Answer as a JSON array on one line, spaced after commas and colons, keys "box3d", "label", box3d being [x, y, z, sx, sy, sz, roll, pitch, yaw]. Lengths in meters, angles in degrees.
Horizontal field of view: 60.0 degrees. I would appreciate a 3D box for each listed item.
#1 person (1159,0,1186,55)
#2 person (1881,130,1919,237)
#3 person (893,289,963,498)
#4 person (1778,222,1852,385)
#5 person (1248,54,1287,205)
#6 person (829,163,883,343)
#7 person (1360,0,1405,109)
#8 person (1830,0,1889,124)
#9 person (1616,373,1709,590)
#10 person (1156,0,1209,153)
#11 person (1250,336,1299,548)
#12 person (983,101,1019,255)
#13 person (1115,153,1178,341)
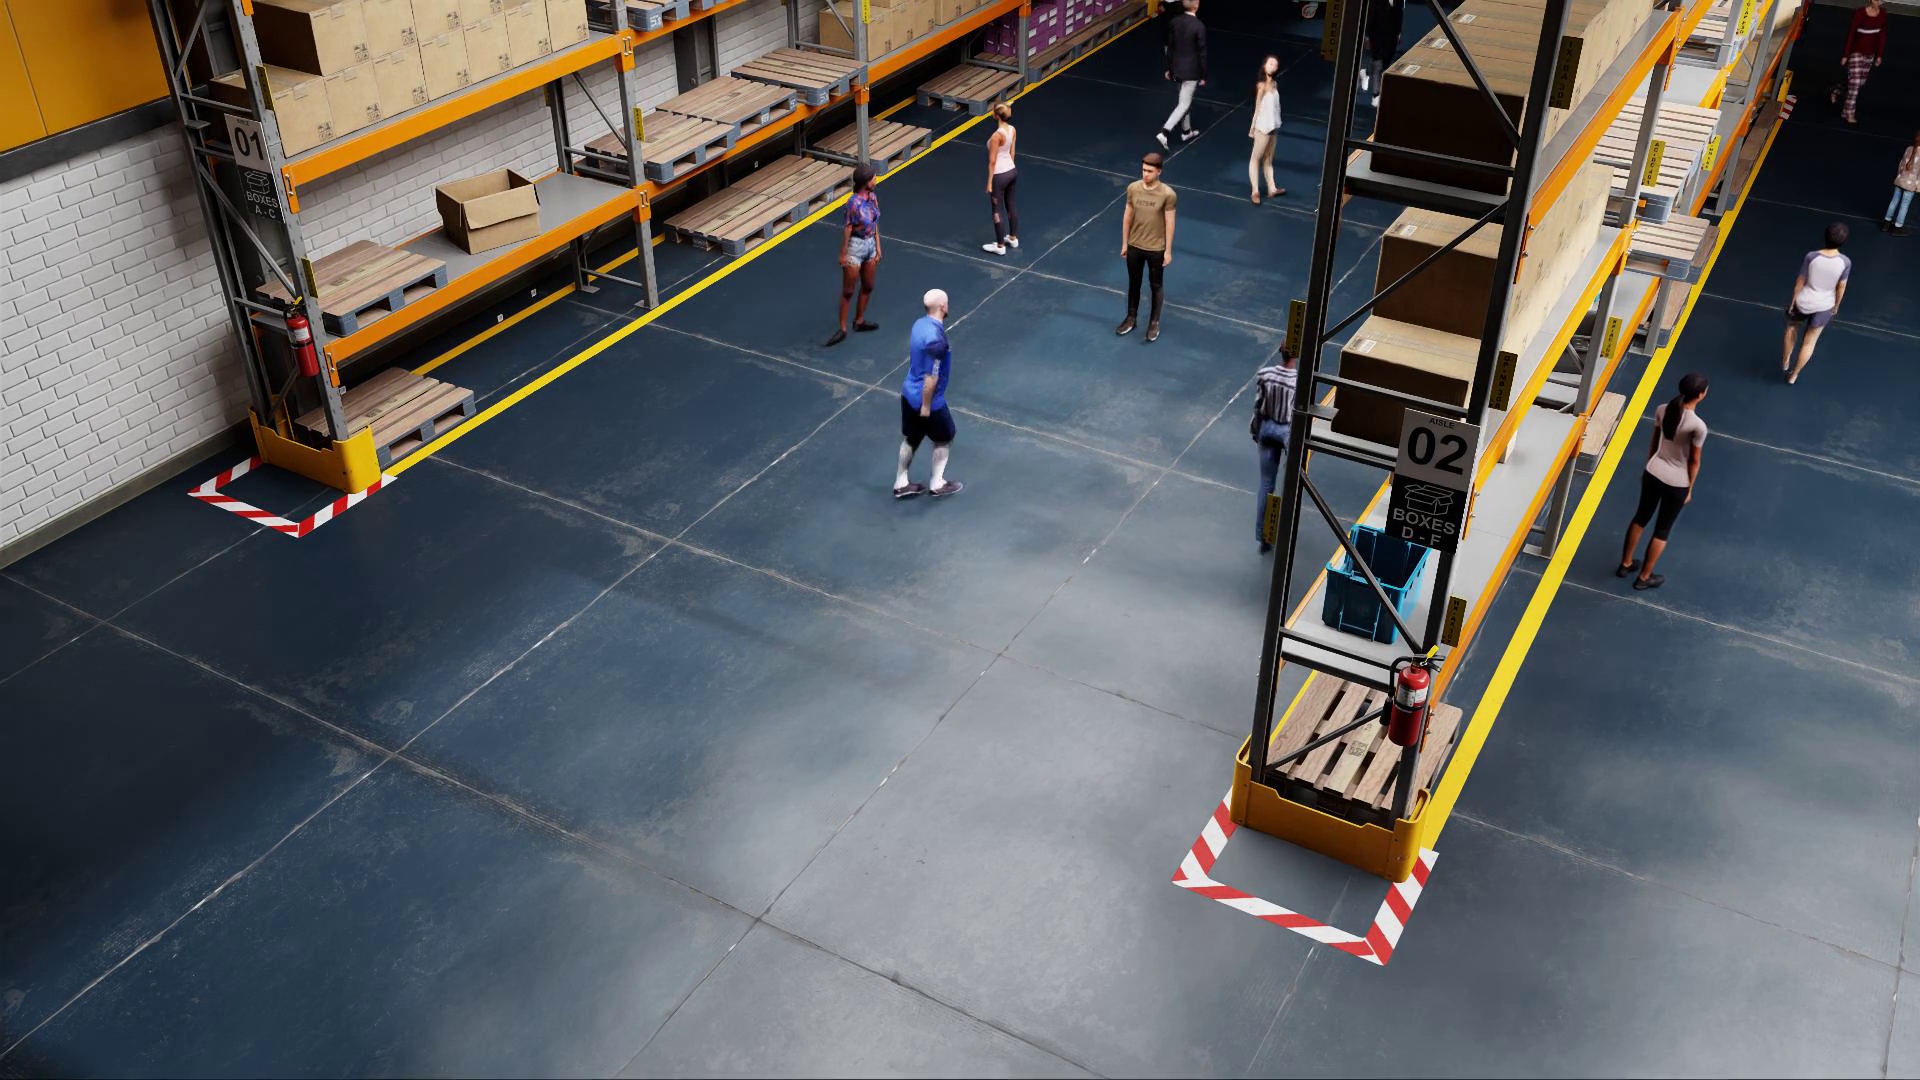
[{"box3d": [2.968, -7.521, 22.967, 0.846, 1.894, 1.092, 11, 35, 16], "label": "person"}, {"box3d": [10.371, -3.924, 18.187, 0.608, 1.194, 0.554, -10, 35, -15], "label": "person"}, {"box3d": [-0.338, -1.116, 13.423, 0.953, 1.792, 0.885, -9, 35, -13], "label": "person"}, {"box3d": [7.788, -2.132, 15.174, 0.568, 1.545, 0.608, 17, 37, 24], "label": "person"}, {"box3d": [3.476, -4.660, 18.894, 0.779, 1.637, 0.564, -4, 34, -6], "label": "person"}, {"box3d": [-1.025, -2.736, 15.918, 0.527, 1.726, 0.878, -28, 42, -35], "label": "person"}, {"box3d": [5.477, -6.559, 21.658, 1.060, 1.740, 1.100, -9, 35, -14], "label": "person"}, {"box3d": [11.442, -6.215, 21.199, 0.954, 1.676, 1.051, -5, 34, -7], "label": "person"}, {"box3d": [5.280, -0.442, 12.458, 0.718, 1.737, 0.688, -16, 37, -22], "label": "person"}, {"box3d": [2.676, -5.682, 20.175, 0.915, 1.922, 1.264, 29, 43, 36], "label": "person"}, {"box3d": [2.443, -0.712, 12.831, 0.670, 1.775, 0.747, 18, 37, 24], "label": "person"}, {"box3d": [0.469, -3.873, 17.701, 0.631, 1.647, 0.476, 23, 40, 30], "label": "person"}, {"box3d": [1.804, -2.824, 15.939, 0.674, 1.851, 0.564, 15, 37, 22], "label": "person"}]
